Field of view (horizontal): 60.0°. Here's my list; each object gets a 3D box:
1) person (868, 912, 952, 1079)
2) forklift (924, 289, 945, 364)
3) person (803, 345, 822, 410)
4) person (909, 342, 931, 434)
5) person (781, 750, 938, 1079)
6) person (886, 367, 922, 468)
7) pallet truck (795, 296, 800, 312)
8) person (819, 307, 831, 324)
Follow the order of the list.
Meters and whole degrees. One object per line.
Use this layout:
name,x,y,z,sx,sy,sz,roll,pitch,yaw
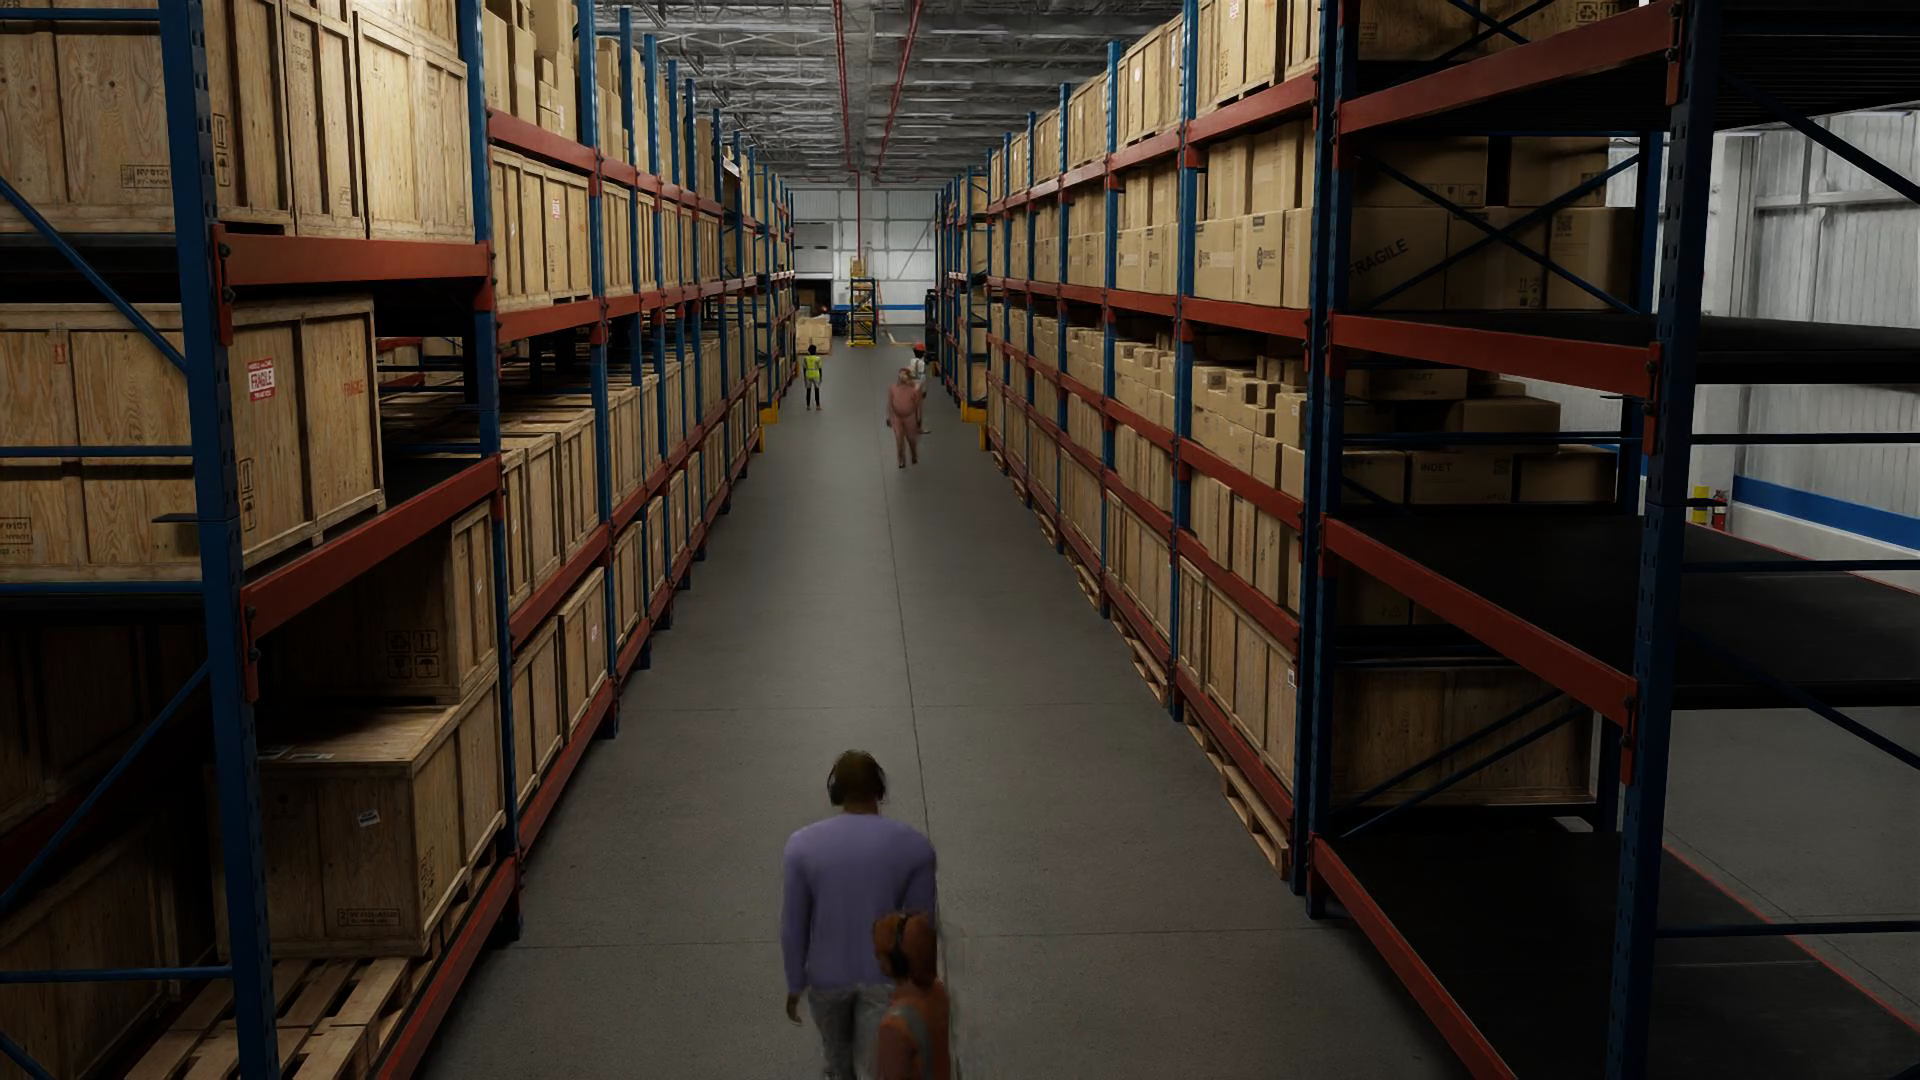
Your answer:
person,-0.144,2.081,5.778,0.422,1.624,0.530,2,10,14
forklift,-0.785,-8.057,62.595,1.129,2.768,1.873,-1,10,-3
person,-3.818,-4.212,43.158,0.532,1.696,0.318,2,10,14
person,-0.911,-3.400,37.264,0.365,2.047,0.608,-5,11,-28
person,-0.411,1.800,6.869,0.641,1.827,1.174,0,10,-1
person,-1.049,-2.277,31.019,0.646,1.892,0.442,2,10,13
pallet truck,-8.622,-12.439,91.403,1.885,1.965,0.823,2,10,13
person,-5.869,-9.211,72.429,0.563,1.889,0.995,-4,10,-22
